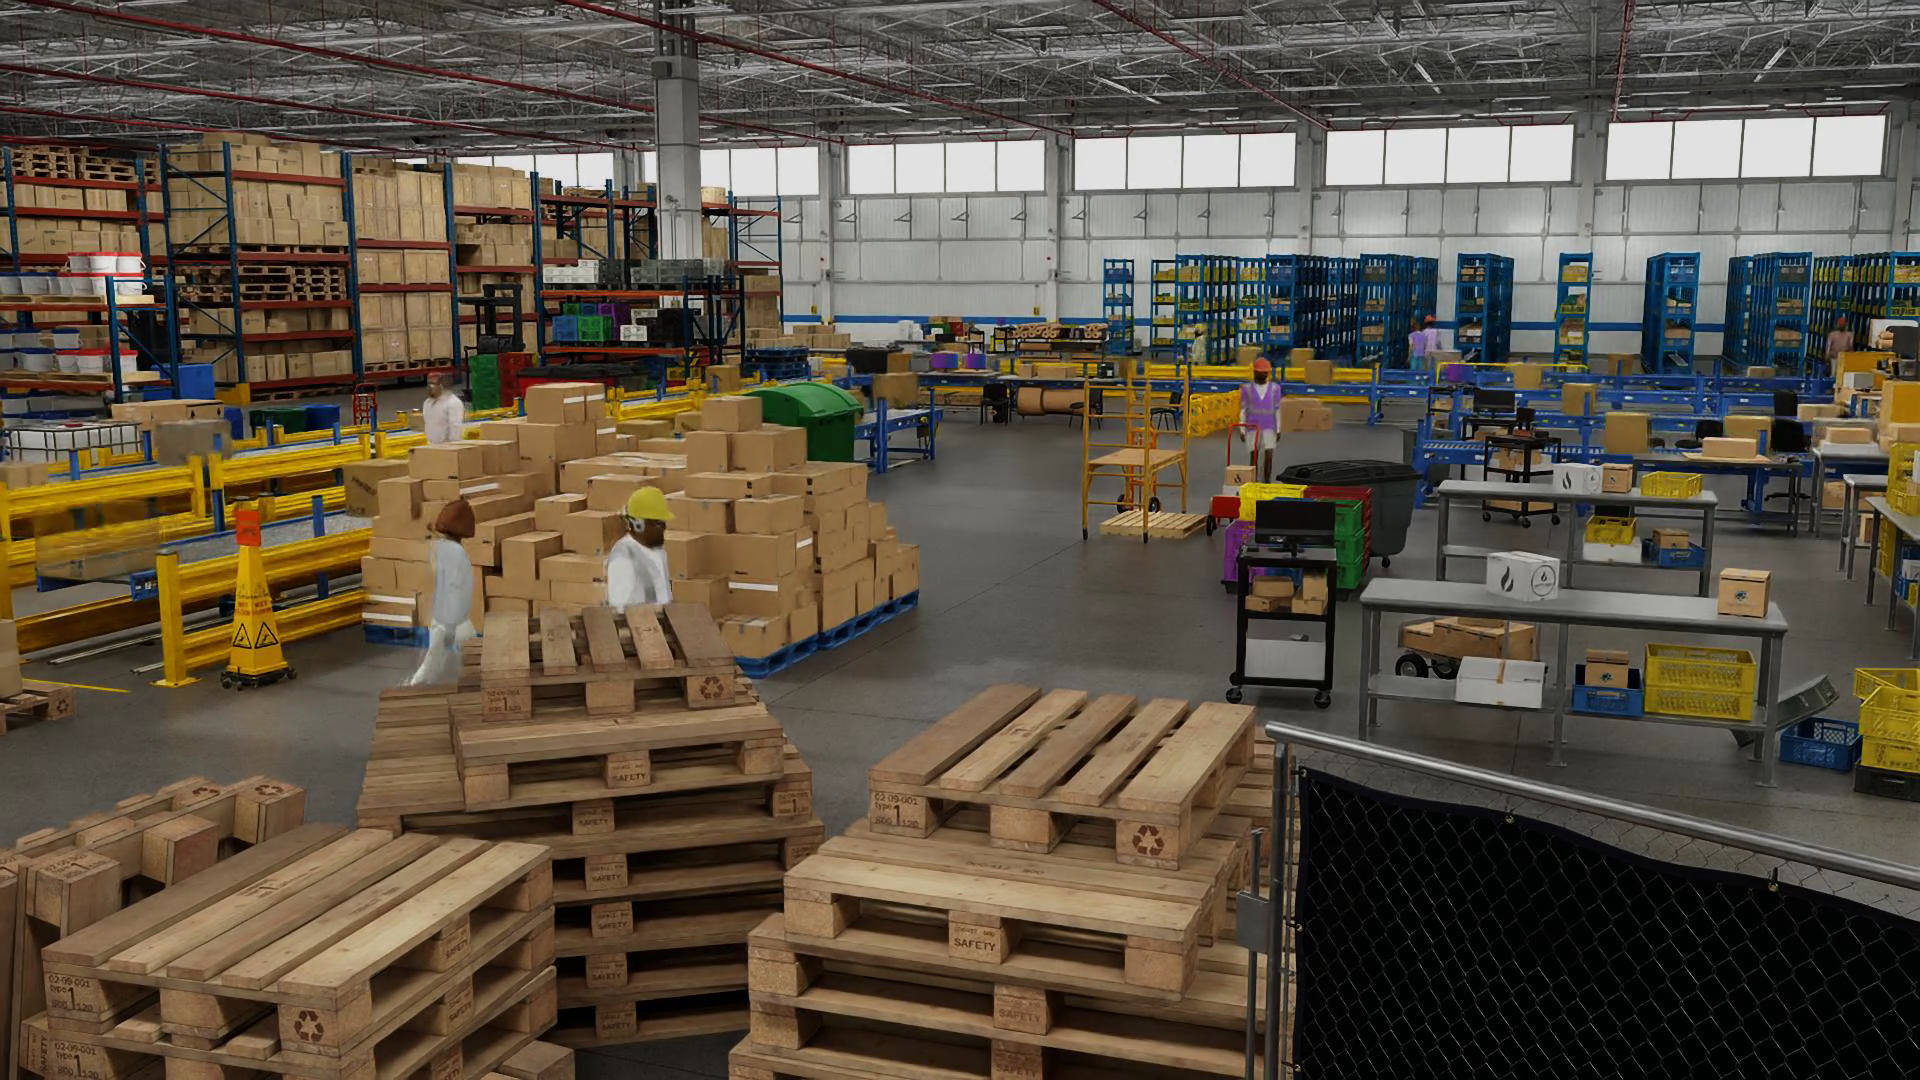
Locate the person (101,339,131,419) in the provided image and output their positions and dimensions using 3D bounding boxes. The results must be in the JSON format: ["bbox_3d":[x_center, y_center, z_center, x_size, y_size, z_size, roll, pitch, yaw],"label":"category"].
[{"bbox_3d":[-15.052,-2.620,29.616,0.560,1.888,0.956,-7,12,-39],"label":"person"}]

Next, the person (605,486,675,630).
[{"bbox_3d":[-1.987,0.568,9.885,0.669,1.808,0.595,1,9,8],"label":"person"}]

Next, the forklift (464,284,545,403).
[{"bbox_3d":[-10.832,-4.702,39.610,1.129,2.768,1.873,3,10,20],"label":"forklift"}]

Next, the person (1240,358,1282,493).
[{"bbox_3d":[4.083,-1.502,22.544,0.570,1.909,0.837,1,9,5],"label":"person"}]

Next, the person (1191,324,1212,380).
[{"bbox_3d":[6.202,-4.681,42.904,0.933,1.792,0.600,1,9,4],"label":"person"}]

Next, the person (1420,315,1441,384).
[{"bbox_3d":[12.261,-4.864,43.423,0.628,2.009,1.031,-3,9,-16],"label":"person"}]

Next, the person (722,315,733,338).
[{"bbox_3d":[-6.724,-5.615,48.495,0.942,1.862,0.667,-7,12,-39],"label":"person"}]

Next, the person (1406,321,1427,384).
[{"bbox_3d":[11.850,-4.748,43.152,0.571,1.839,0.373,-5,10,-27],"label":"person"}]

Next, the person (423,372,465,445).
[{"bbox_3d":[-6.282,-1.132,20.380,0.646,1.870,0.943,5,10,26],"label":"person"}]

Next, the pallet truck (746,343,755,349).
[{"bbox_3d":[-6.183,-4.618,44.264,1.601,1.201,0.680,-9,12,-43],"label":"pallet truck"}]

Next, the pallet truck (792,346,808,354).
[{"bbox_3d":[-3.705,-4.298,42.022,0.653,1.274,1.630,3,10,20],"label":"pallet truck"}]

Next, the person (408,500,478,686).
[{"bbox_3d":[-3.338,0.522,10.872,0.878,1.583,0.506,-5,11,-30],"label":"person"}]

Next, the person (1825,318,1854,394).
[{"bbox_3d":[22.278,-4.636,42.105,0.653,1.942,1.023,3,10,18],"label":"person"}]

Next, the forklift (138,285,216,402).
[{"bbox_3d":[-17.480,-4.200,36.461,1.873,2.768,1.129,3,10,19],"label":"forklift"}]

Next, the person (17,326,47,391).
[{"bbox_3d":[-18.630,-3.316,33.665,1.003,1.995,0.639,4,10,24],"label":"person"}]
